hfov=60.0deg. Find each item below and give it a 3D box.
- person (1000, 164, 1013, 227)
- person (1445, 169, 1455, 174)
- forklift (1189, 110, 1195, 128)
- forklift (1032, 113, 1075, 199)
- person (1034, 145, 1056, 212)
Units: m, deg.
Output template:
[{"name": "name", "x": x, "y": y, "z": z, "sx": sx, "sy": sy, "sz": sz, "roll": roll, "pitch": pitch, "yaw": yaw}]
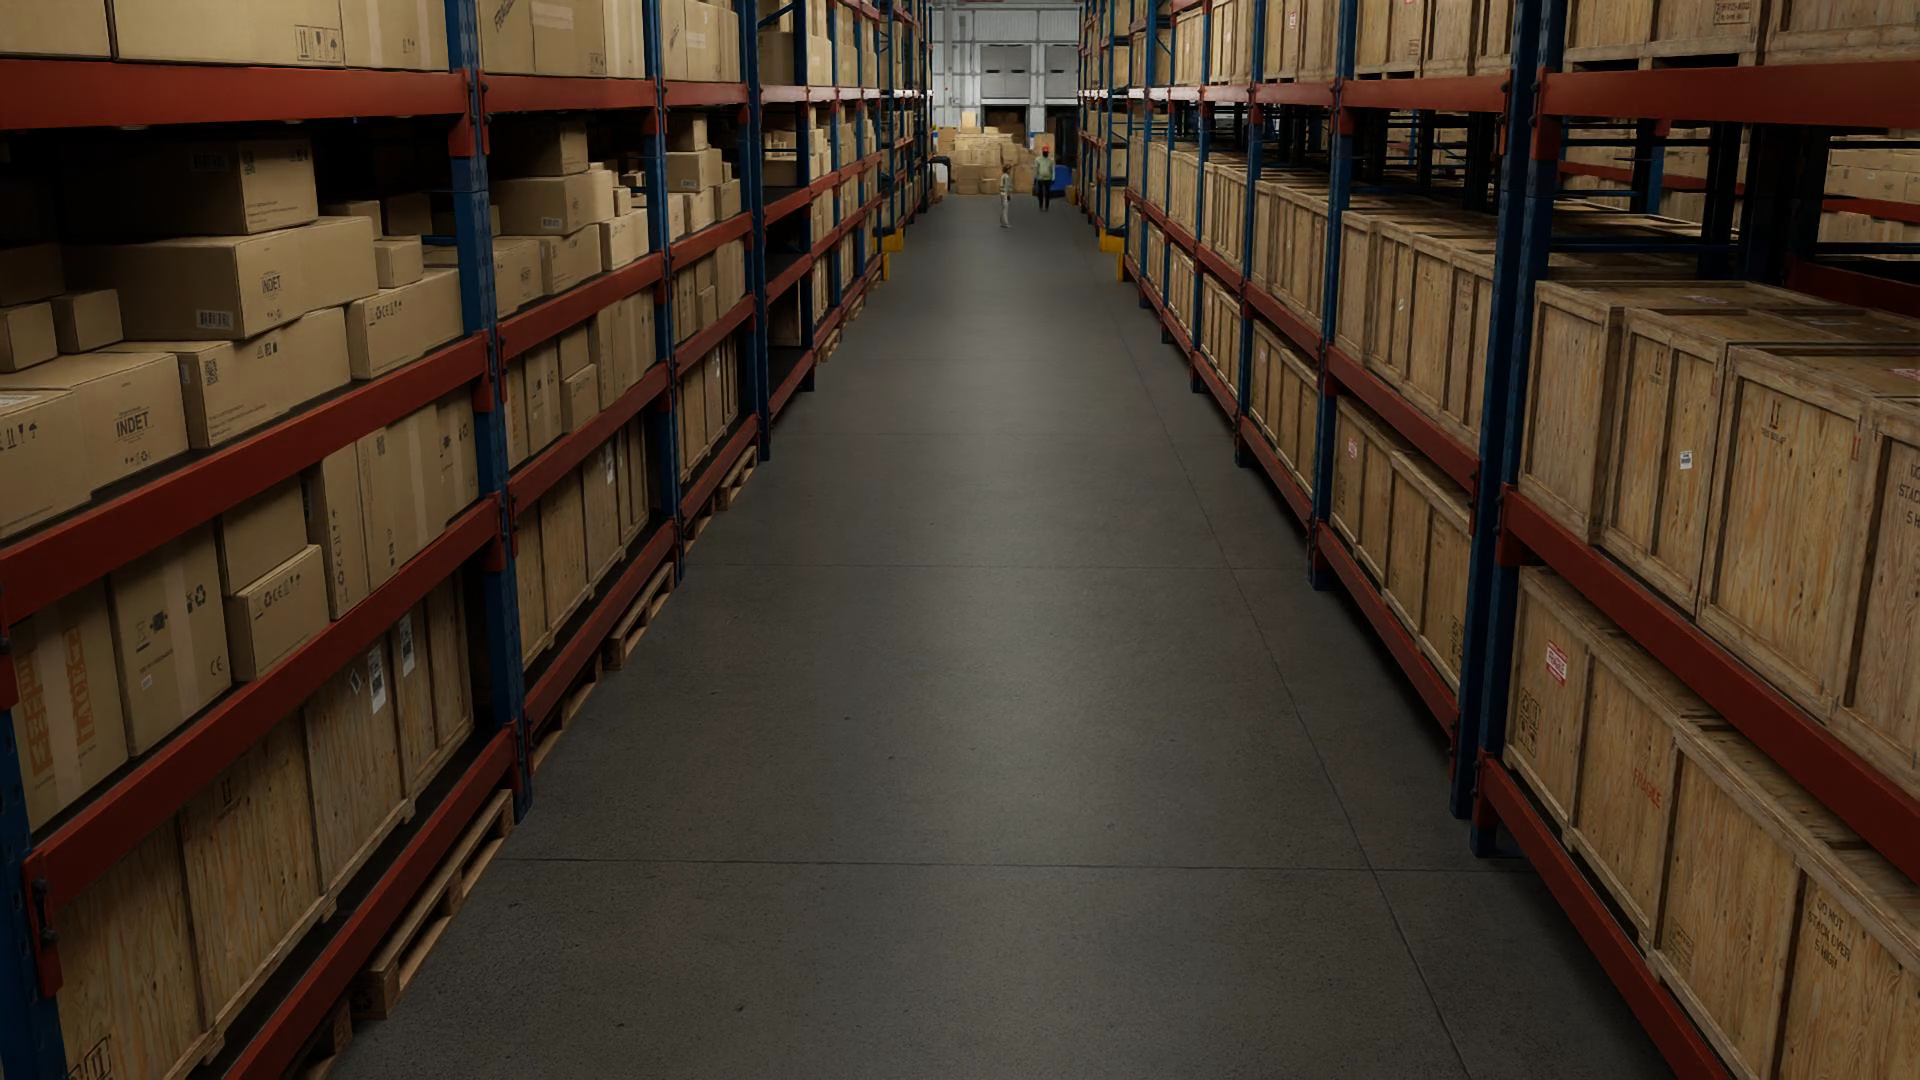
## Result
[{"name": "person", "x": 1.211, "y": -9.100, "z": 44.006, "sx": 0.313, "sy": 1.637, "sz": 0.513, "roll": -3, "pitch": 15, "yaw": -13}, {"name": "person", "x": 10.595, "y": -7.101, "z": 36.102, "sx": 0.894, "sy": 1.882, "sz": 0.594, "roll": 1, "pitch": 15, "yaw": 2}, {"name": "forklift", "x": 9.184, "y": -15.537, "z": 65.599, "sx": 1.873, "sy": 2.768, "sz": 1.129, "roll": 0, "pitch": 15, "yaw": 2}, {"name": "forklift", "x": 3.481, "y": -12.939, "z": 55.934, "sx": 1.873, "sy": 2.768, "sz": 1.129, "roll": -7, "pitch": 16, "yaw": -24}, {"name": "person", "x": 2.534, "y": -10.762, "z": 49.573, "sx": 0.635, "sy": 1.962, "sz": 0.790, "roll": 1, "pitch": 15, "yaw": 4}]
